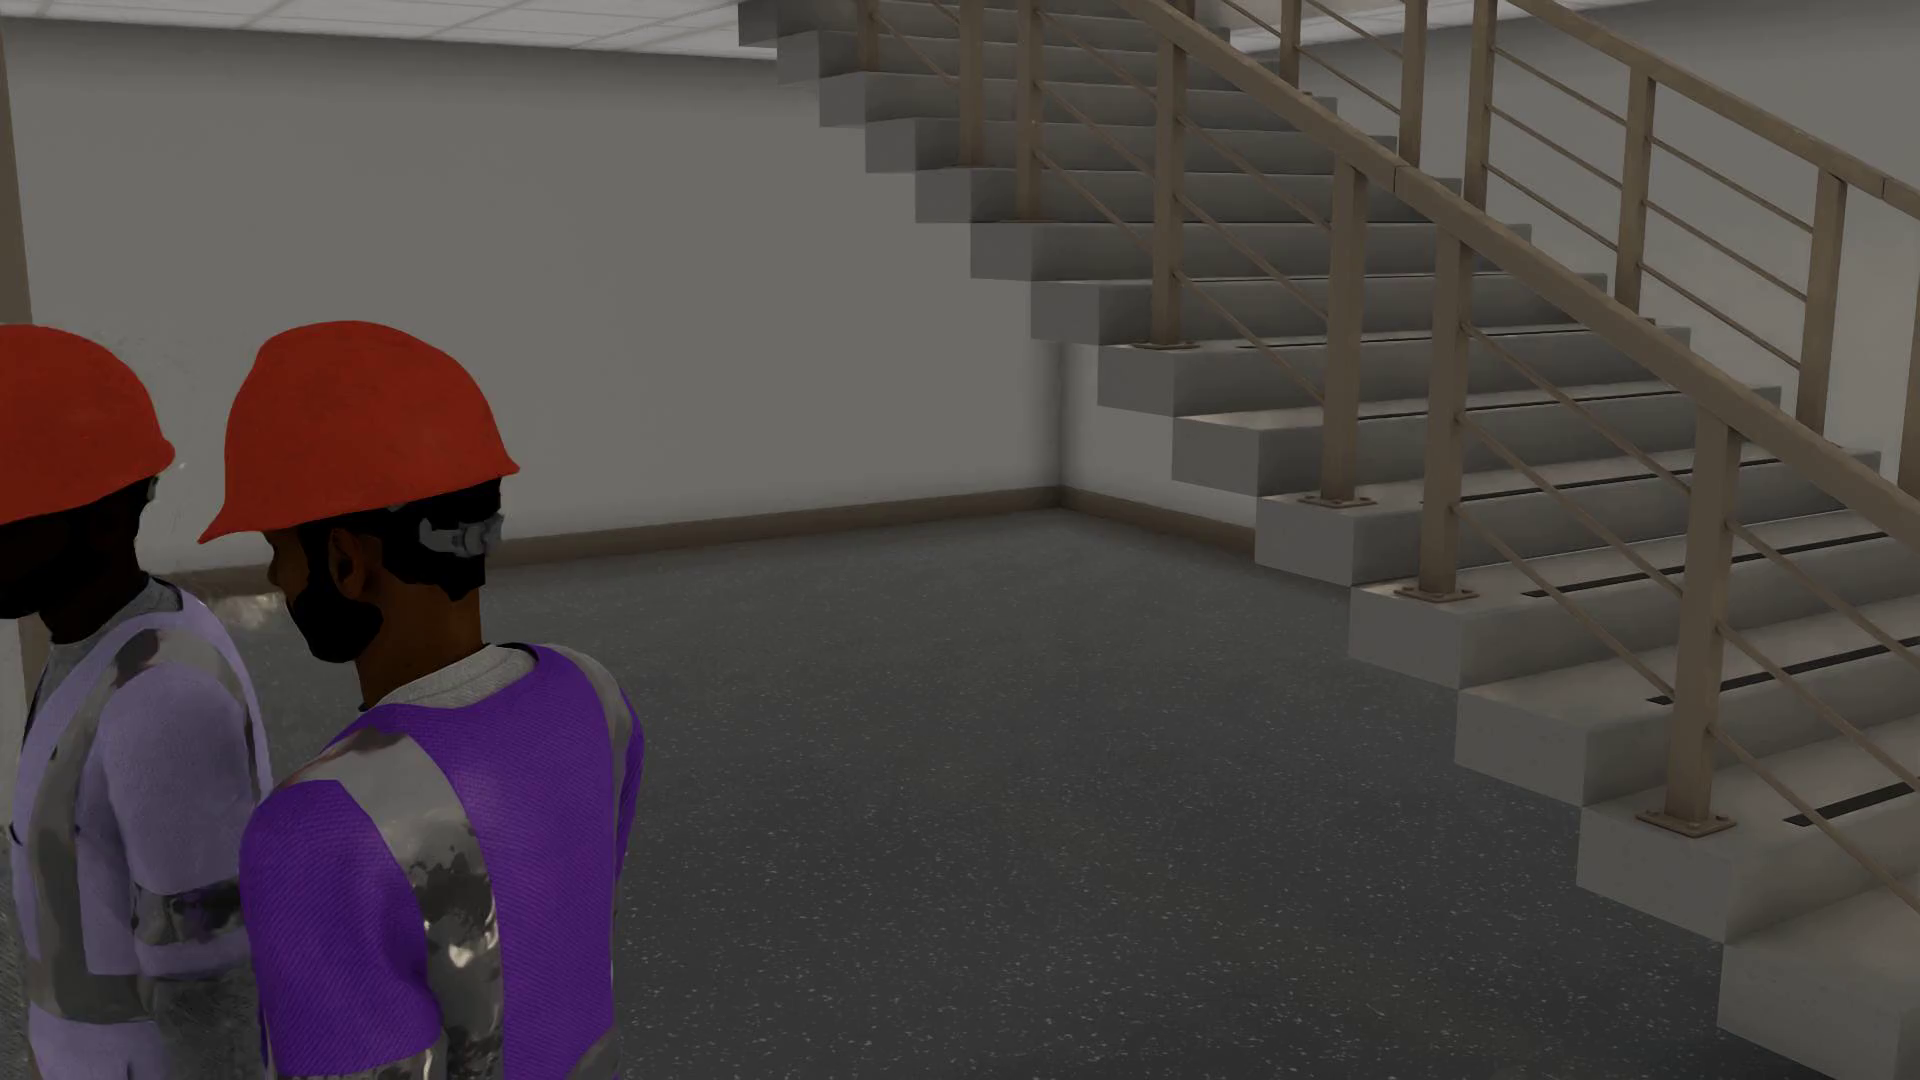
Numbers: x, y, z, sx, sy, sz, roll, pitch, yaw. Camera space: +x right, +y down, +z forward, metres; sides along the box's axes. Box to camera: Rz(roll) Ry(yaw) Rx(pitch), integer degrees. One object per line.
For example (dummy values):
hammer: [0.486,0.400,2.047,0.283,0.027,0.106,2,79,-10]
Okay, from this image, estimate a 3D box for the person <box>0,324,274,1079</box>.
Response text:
person: [-1.011,0.690,2.059,0.401,1.911,0.577,-5,12,-25]

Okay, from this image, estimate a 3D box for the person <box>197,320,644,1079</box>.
person: [-0.532,0.747,1.704,0.364,1.933,0.543,2,11,12]

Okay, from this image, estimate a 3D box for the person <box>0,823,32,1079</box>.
person: [-0.912,0.832,1.474,0.537,1.857,0.530,-1,11,-6]
